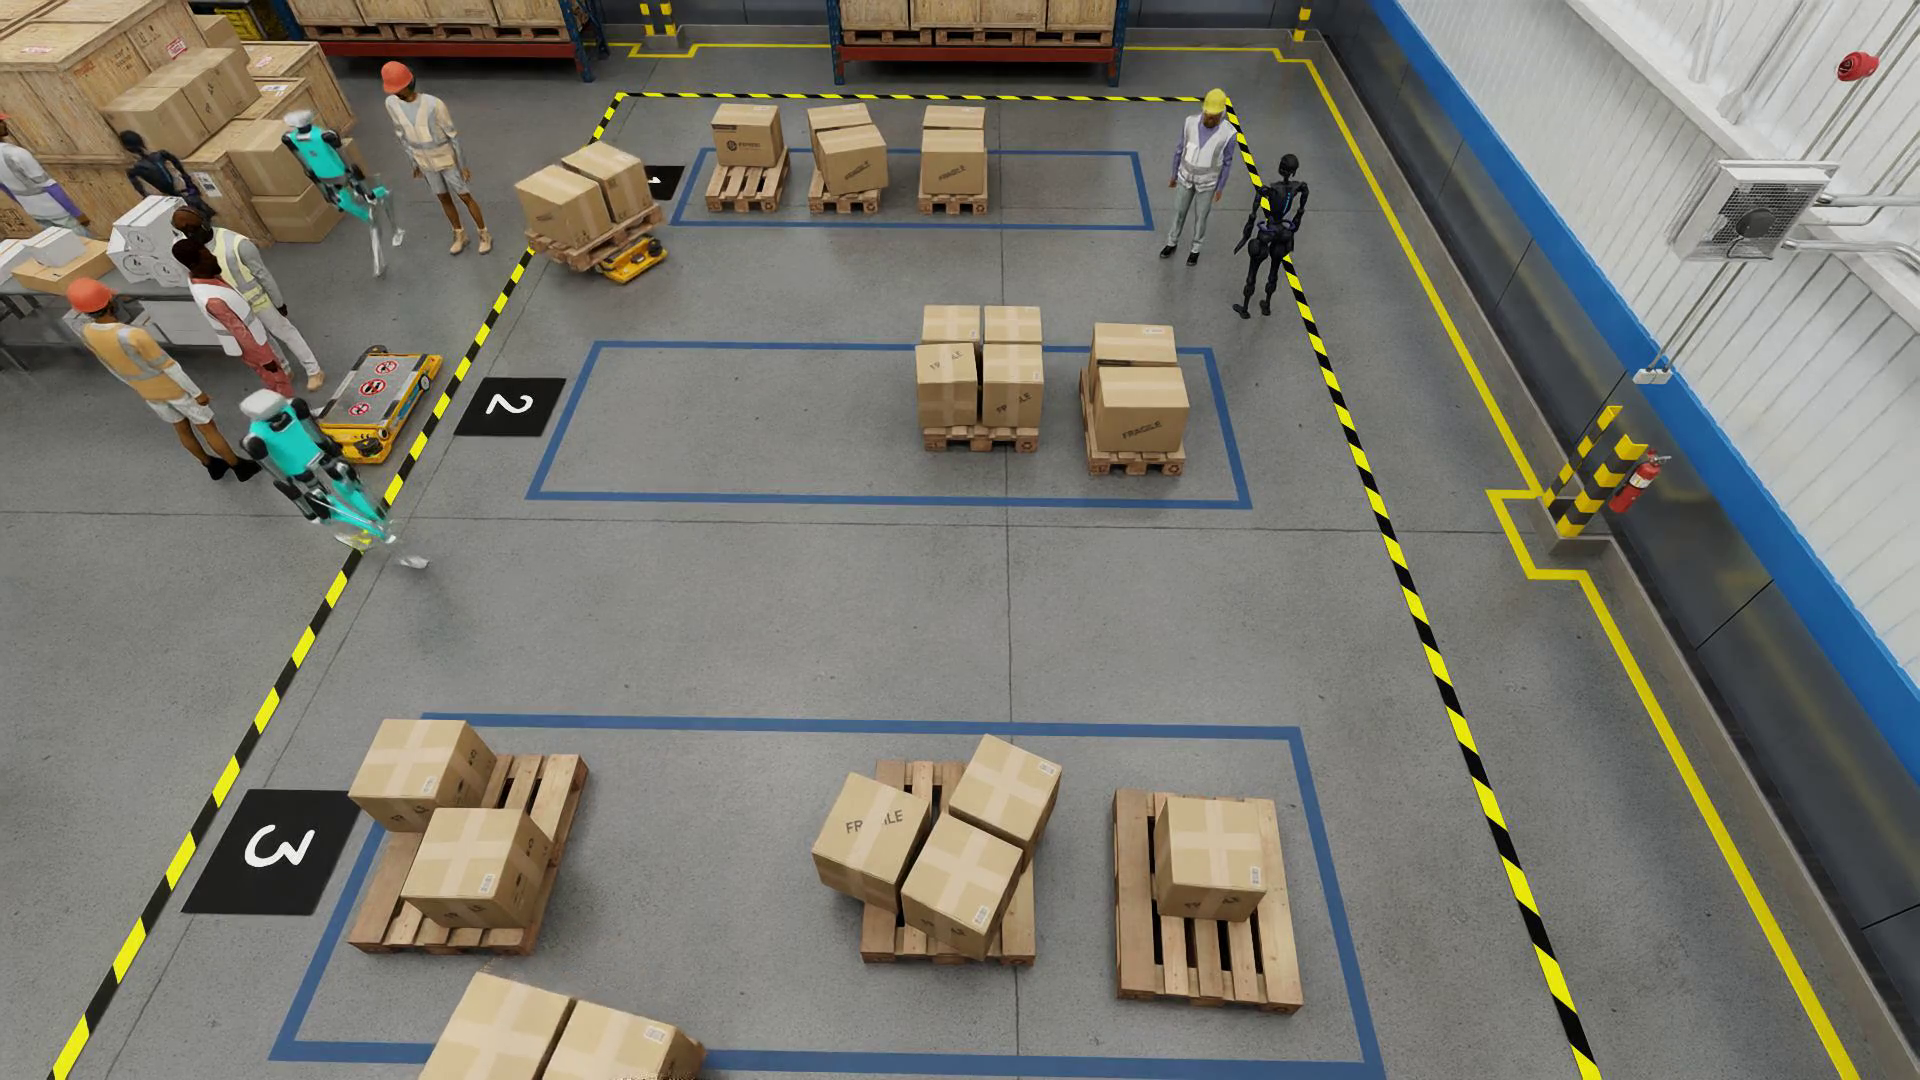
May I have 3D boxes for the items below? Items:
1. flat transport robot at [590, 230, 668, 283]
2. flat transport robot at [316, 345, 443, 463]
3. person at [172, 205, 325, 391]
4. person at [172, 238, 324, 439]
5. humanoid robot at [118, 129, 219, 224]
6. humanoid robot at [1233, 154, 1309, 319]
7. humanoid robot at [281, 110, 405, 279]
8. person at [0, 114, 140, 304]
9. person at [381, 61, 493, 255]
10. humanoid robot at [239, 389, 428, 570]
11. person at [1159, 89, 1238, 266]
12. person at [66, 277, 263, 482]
[{"bbox_3d":[-4.005,-3.291,10.134,1.431,0.197,0.652,26,55,20],"label":"flat transport robot"},{"bbox_3d":[-5.383,-1.269,8.441,0.659,0.231,1.431,1,50,1],"label":"flat transport robot"},{"bbox_3d":[-6.317,-2.108,8.128,0.622,1.837,0.429,-3,50,-3],"label":"person"},{"bbox_3d":[-5.931,-1.644,7.678,0.393,1.919,0.589,-33,57,-25],"label":"person"},{"bbox_3d":[-7.851,-3.317,9.290,0.738,1.642,0.600,13,51,11],"label":"humanoid robot"},{"bbox_3d":[3.011,-2.935,8.920,0.599,1.655,0.315,-6,50,-5],"label":"humanoid robot"},{"bbox_3d":[-6.316,-3.699,9.566,0.558,1.755,1.043,-2,50,-1],"label":"humanoid robot"},{"bbox_3d":[-8.881,-3.255,8.964,0.604,2.038,0.390,9,50,8],"label":"person"},{"bbox_3d":[-5.438,-3.923,9.532,0.605,2.033,0.389,1,50,1],"label":"person"},{"bbox_3d":[-4.491,-0.347,6.701,1.034,1.732,0.548,10,50,8],"label":"humanoid robot"},{"bbox_3d":[2.464,-3.741,9.508,0.599,1.829,0.404,24,54,19],"label":"person"},{"bbox_3d":[-6.340,-1.232,7.313,0.550,1.941,0.340,5,50,4],"label":"person"}]
